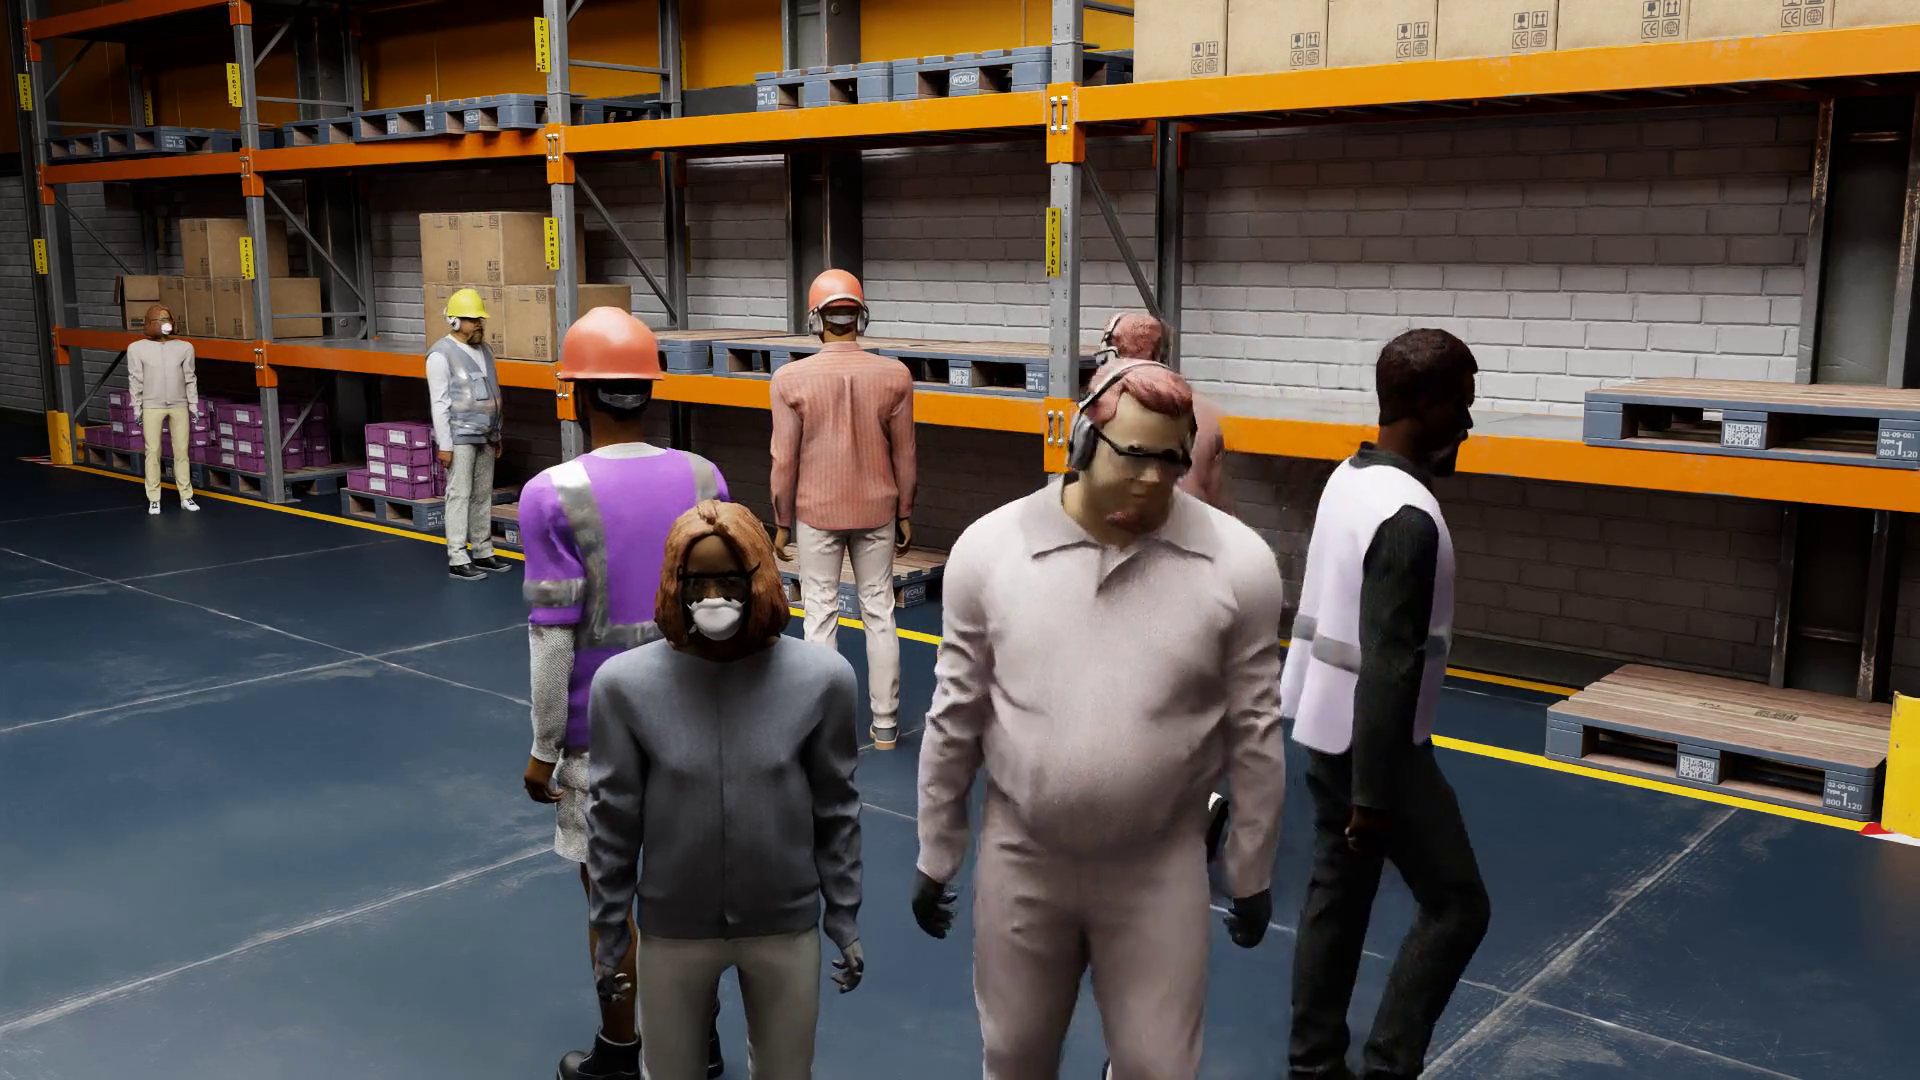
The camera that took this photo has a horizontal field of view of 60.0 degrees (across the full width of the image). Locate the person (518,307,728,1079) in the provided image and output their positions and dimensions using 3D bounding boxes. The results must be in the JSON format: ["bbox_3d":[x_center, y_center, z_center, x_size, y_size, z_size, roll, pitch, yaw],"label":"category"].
[{"bbox_3d":[-0.817,0.411,4.036,0.551,1.935,0.372,-9,13,-42],"label":"person"}]

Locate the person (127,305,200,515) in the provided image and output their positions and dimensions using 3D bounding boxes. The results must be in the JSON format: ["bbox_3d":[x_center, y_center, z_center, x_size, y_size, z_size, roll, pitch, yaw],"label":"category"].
[{"bbox_3d":[-6.234,-1.023,13.056,0.500,1.636,0.280,-8,13,-38],"label":"person"}]

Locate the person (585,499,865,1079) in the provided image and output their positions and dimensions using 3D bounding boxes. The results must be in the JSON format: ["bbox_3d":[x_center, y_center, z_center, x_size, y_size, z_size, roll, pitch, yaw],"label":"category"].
[{"bbox_3d":[-0.428,0.730,3.085,0.507,1.631,0.266,-2,10,-10],"label":"person"}]

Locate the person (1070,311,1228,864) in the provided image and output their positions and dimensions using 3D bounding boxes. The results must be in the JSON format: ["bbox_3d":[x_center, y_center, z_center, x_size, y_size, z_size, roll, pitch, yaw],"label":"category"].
[{"bbox_3d":[0.685,0.175,5.586,0.657,1.872,0.747,-8,13,-40],"label":"person"}]

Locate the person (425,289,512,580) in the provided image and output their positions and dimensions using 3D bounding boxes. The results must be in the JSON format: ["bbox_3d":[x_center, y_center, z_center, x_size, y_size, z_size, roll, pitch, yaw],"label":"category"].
[{"bbox_3d":[-3.084,-0.664,10.492,0.403,1.823,0.585,3,11,19],"label":"person"}]

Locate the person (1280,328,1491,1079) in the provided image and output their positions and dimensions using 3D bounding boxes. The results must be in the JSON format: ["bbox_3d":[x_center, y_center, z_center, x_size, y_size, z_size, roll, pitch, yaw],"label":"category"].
[{"bbox_3d":[1.018,0.469,3.836,0.559,1.893,0.594,-1,10,-3],"label":"person"}]

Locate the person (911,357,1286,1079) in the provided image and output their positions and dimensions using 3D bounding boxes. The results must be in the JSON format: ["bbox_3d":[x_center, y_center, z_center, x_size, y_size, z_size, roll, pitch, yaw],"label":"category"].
[{"bbox_3d":[0.263,0.582,3.216,0.710,1.880,0.582,2,10,10],"label":"person"}]

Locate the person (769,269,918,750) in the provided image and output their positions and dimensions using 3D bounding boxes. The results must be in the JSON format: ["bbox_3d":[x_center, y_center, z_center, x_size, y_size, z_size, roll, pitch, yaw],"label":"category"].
[{"bbox_3d":[-0.476,-0.103,6.814,0.608,1.990,0.385,-3,10,-16],"label":"person"}]
